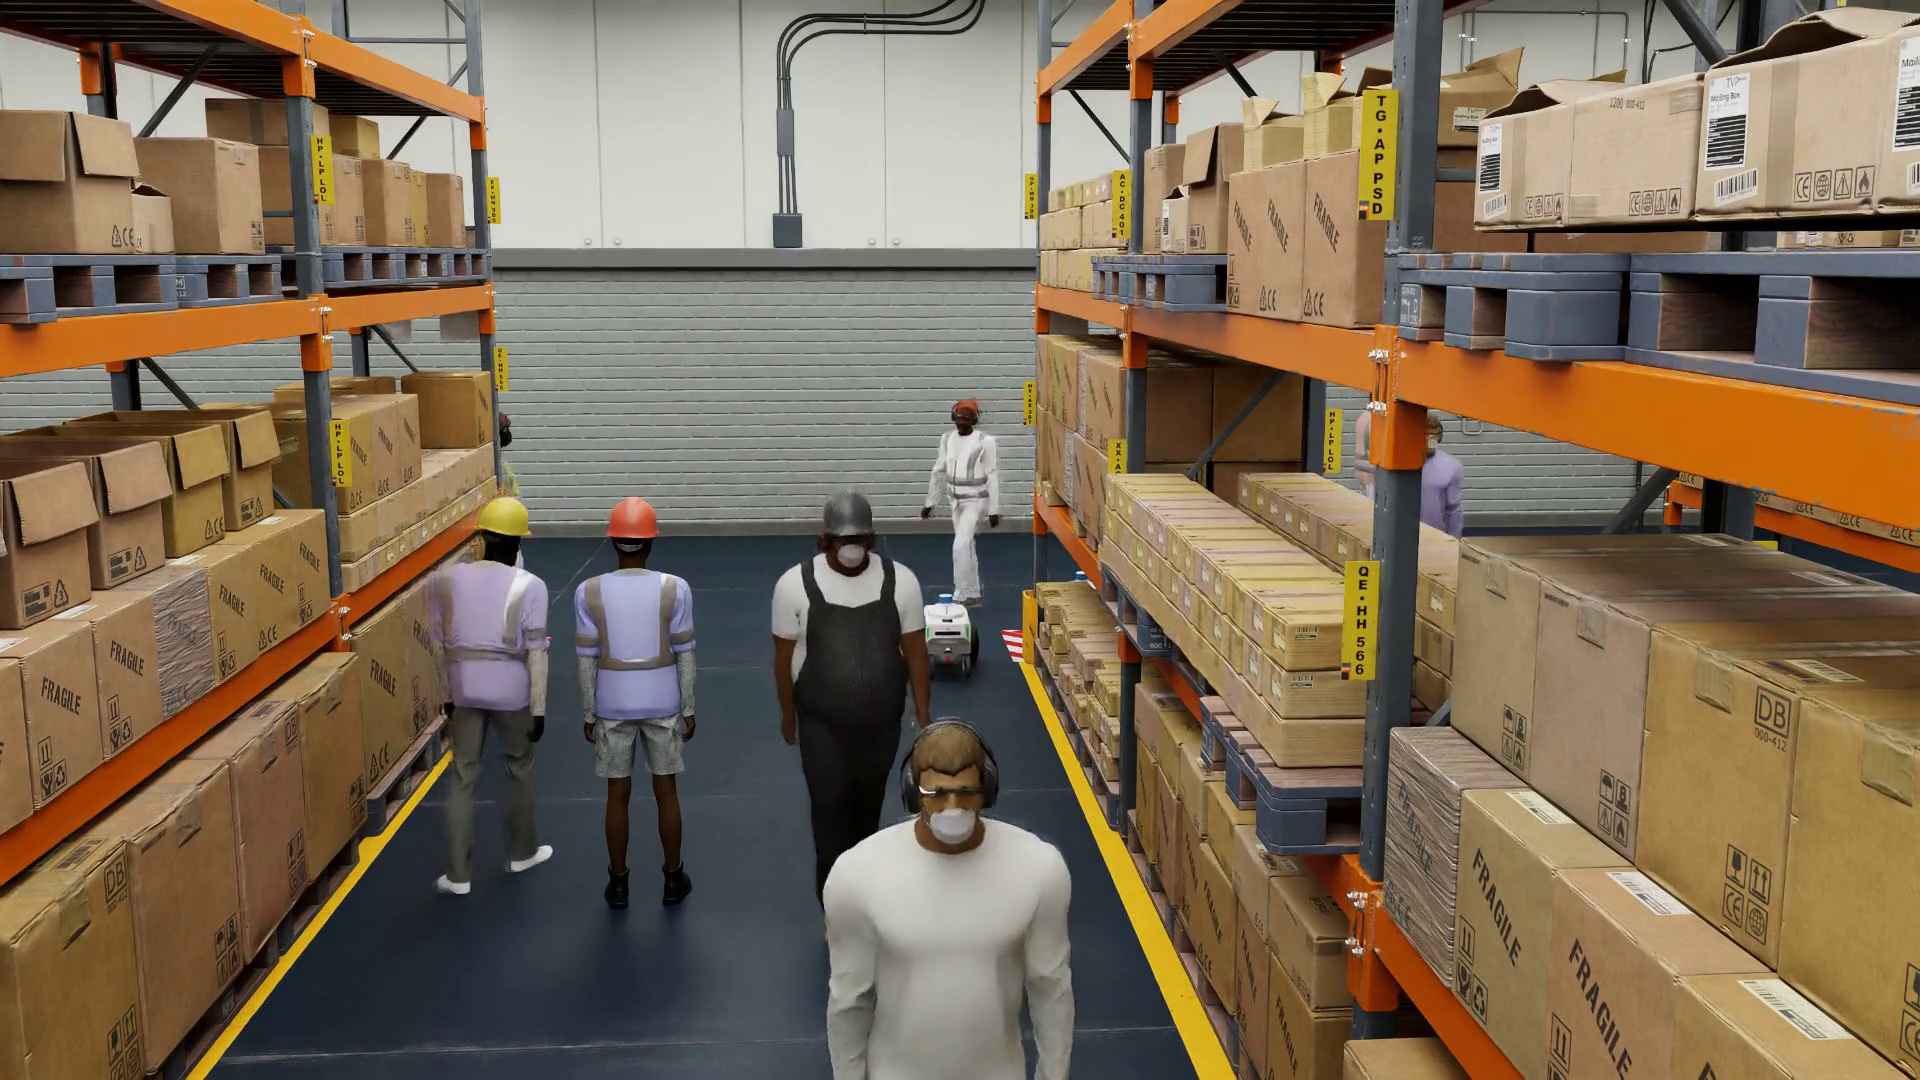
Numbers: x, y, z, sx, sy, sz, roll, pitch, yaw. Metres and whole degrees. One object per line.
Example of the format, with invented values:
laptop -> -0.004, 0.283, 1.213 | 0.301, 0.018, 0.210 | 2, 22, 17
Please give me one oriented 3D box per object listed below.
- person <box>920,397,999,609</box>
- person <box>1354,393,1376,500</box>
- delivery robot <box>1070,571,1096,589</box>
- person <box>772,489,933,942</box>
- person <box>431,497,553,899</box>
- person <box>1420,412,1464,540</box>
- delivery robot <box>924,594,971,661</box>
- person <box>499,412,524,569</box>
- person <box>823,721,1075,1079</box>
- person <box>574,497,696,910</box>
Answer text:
person -> -0.033, -0.282, 14.118 | 0.712, 1.856, 0.659 | -8, 13, -41
person -> 3.979, -0.562, 15.843 | 0.429, 1.841, 0.634 | -1, 10, -4
delivery robot -> 0.963, 0.492, 13.139 | 0.707, 0.478, 0.477 | -4, 10, -24
person -> -0.463, 0.754, 7.504 | 0.703, 2.000, 0.952 | -2, 10, -14
person -> -2.279, 0.751, 8.030 | 0.604, 1.886, 0.685 | 1, 10, 6
person -> 3.349, 0.029, 12.109 | 0.651, 1.923, 0.432 | -1, 10, -5
delivery robot -> -0.103, 0.642, 12.242 | 0.477, 0.478, 0.707 | 0, 10, -3
person -> -3.676, -0.103, 13.176 | 0.436, 1.828, 0.652 | -2, 10, -13
person -> -0.031, 1.366, 4.286 | 0.634, 1.917, 0.819 | -1, 10, -8
person -> -1.502, 0.762, 7.761 | 0.545, 1.938, 0.360 | -2, 10, -9
